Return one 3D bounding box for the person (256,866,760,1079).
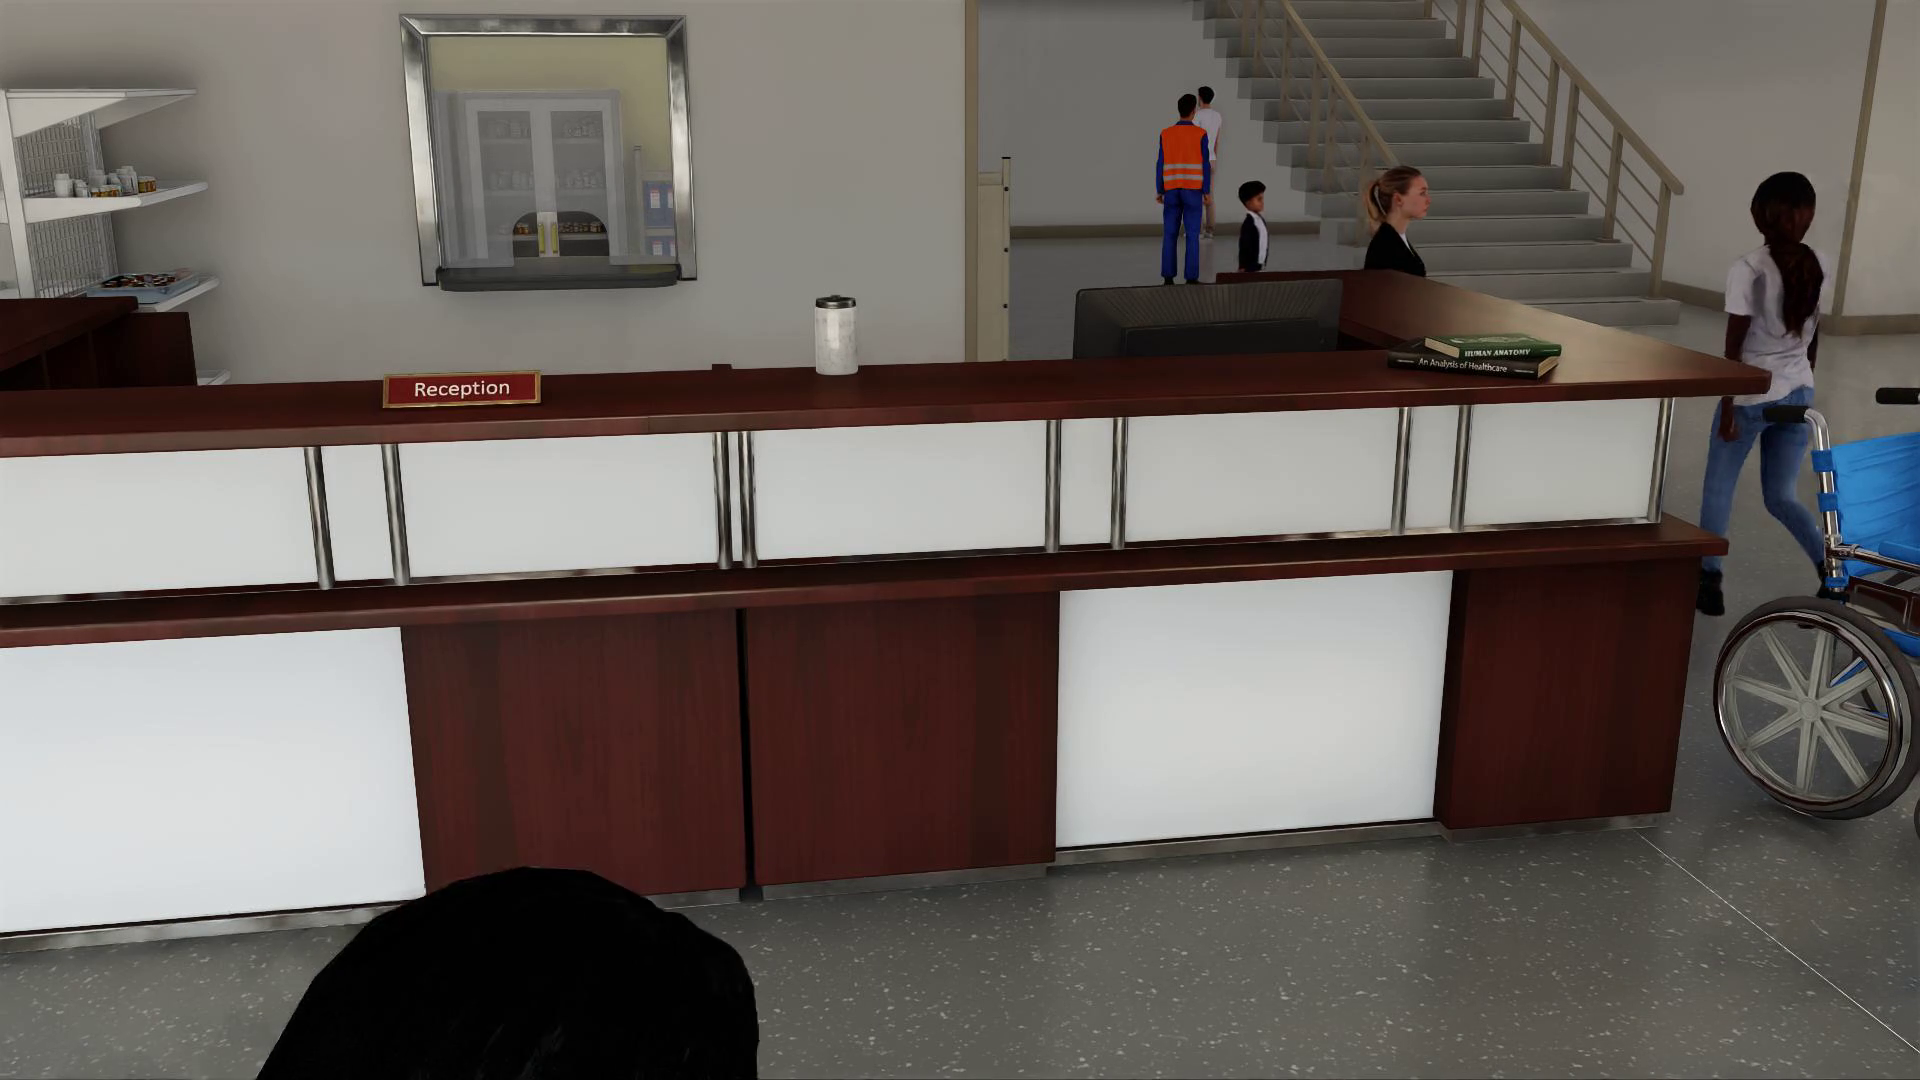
[{"bbox_3d":[-0.306,1.019,0.827,0.792,1.720,0.850,12,20,36],"label":"person"}]

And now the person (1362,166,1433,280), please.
[{"bbox_3d":[1.643,-0.678,6.925,1.030,1.677,1.083,6,17,19],"label":"person"}]

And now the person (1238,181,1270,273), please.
[{"bbox_3d":[2.315,-2.281,13.476,0.872,1.209,0.832,9,18,30],"label":"person"}]

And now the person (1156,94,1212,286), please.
[{"bbox_3d":[2.156,-3.353,16.073,0.797,1.863,0.806,7,17,22],"label":"person"}]

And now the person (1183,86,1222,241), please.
[{"bbox_3d":[3.084,-4.781,21.093,0.765,1.887,0.755,-12,20,-36],"label":"person"}]

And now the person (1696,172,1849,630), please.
[{"bbox_3d":[3.039,-0.468,6.148,0.639,1.695,1.025,-6,17,-19],"label":"person"}]
